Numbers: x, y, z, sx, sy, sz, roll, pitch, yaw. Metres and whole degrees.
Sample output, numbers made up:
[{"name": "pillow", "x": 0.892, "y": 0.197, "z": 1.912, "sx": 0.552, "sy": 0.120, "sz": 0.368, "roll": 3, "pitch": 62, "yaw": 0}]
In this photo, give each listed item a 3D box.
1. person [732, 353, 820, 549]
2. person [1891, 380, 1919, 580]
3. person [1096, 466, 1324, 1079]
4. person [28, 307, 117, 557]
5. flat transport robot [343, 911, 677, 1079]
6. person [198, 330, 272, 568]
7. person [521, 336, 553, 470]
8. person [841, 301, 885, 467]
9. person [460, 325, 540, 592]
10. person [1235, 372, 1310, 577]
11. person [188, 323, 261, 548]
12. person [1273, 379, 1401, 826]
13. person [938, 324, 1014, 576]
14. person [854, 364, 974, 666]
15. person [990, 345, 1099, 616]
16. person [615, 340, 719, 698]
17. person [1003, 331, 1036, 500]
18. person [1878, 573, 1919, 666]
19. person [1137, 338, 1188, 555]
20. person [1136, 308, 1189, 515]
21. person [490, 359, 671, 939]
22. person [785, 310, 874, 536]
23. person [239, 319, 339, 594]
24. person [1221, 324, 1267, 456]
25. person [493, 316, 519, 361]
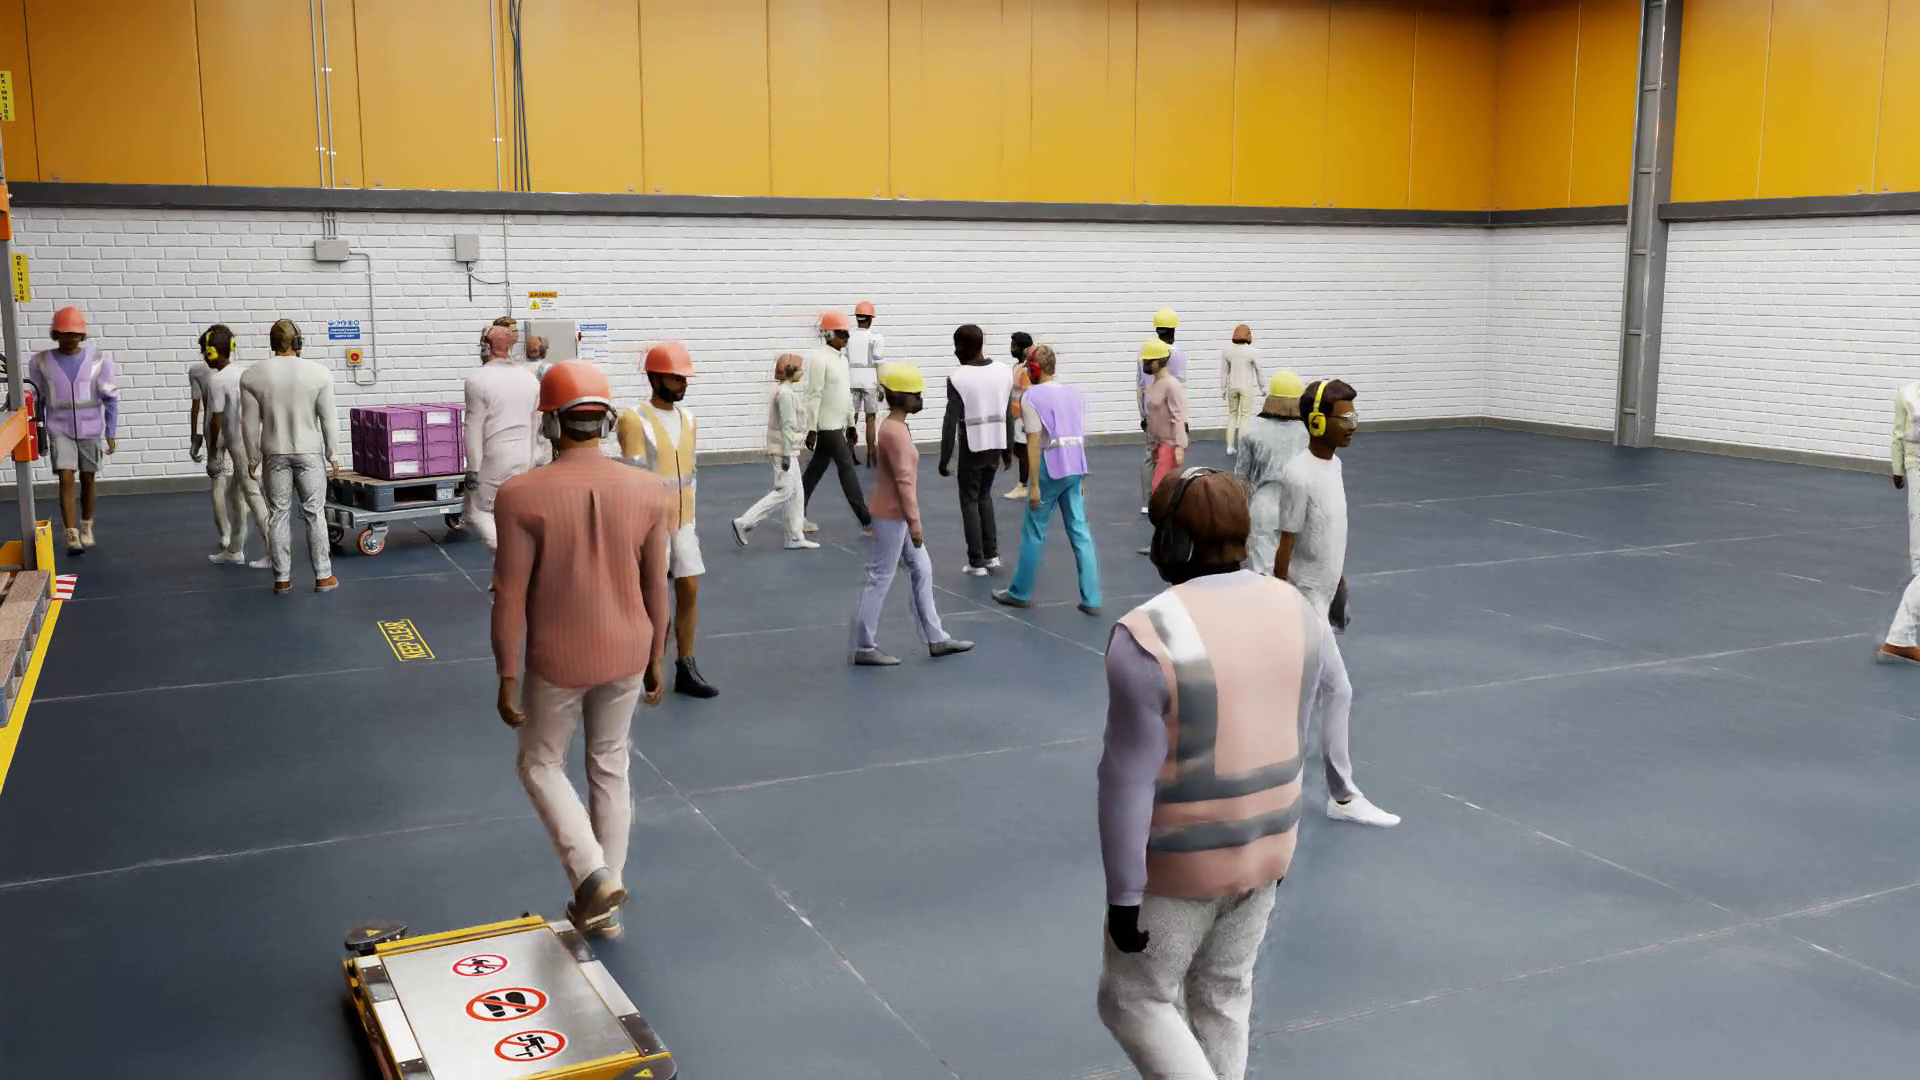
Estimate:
[{"name": "person", "x": -1.501, "y": -0.703, "z": 13.444, "sx": 0.656, "sy": 1.615, "sz": 0.536, "roll": -1, "pitch": 9, "yaw": -7}, {"name": "person", "x": 7.090, "y": -0.571, "z": 12.078, "sx": 0.594, "sy": 1.804, "sz": 0.831, "roll": 4, "pitch": 10, "yaw": 21}, {"name": "person", "x": 0.587, "y": 0.745, "z": 3.840, "sx": 0.637, "sy": 1.831, "sz": 0.536, "roll": -6, "pitch": 11, "yaw": -34}, {"name": "person", "x": -7.132, "y": -0.875, "z": 13.415, "sx": 0.606, "sy": 1.990, "sz": 0.988, "roll": -5, "pitch": 11, "yaw": -30}, {"name": "flat transport robot", "x": -1.312, "y": 1.376, "z": 4.720, "sx": 0.652, "sy": 0.197, "sz": 1.431, "roll": -5, "pitch": 10, "yaw": -27}, {"name": "person", "x": -5.539, "y": -0.673, "z": 12.645, "sx": 0.826, "sy": 1.820, "sz": 0.573, "roll": 1, "pitch": 9, "yaw": 6}, {"name": "person", "x": -4.345, "y": -1.265, "z": 16.942, "sx": 0.499, "sy": 1.616, "sz": 0.694, "roll": 8, "pitch": 12, "yaw": 41}, {"name": "person", "x": -1.121, "y": -1.807, "z": 19.348, "sx": 0.544, "sy": 1.929, "sz": 0.386, "roll": 3, "pitch": 10, "yaw": 19}, {"name": "person", "x": -3.243, "y": -0.552, "z": 11.650, "sx": 0.440, "sy": 1.891, "sz": 0.654, "roll": 6, "pitch": 11, "yaw": 32}, {"name": "person", "x": 1.856, "y": -0.137, "z": 9.743, "sx": 0.493, "sy": 1.682, "sz": 0.942, "roll": 1, "pitch": 9, "yaw": 4}, {"name": "person", "x": -5.982, "y": -0.833, "z": 13.529, "sx": 0.560, "sy": 1.843, "sz": 0.628, "roll": -4, "pitch": 10, "yaw": -25}, {"name": "person", "x": 1.400, "y": 0.239, "z": 6.941, "sx": 0.883, "sy": 1.845, "sz": 0.543, "roll": 5, "pitch": 10, "yaw": 28}, {"name": "person", "x": 0.091, "y": -0.668, "z": 12.435, "sx": 0.620, "sy": 1.889, "sz": 0.601, "roll": -7, "pitch": 11, "yaw": -36}, {"name": "person", "x": -0.247, "y": -0.134, "z": 9.523, "sx": 0.805, "sy": 1.733, "sz": 0.554, "roll": -1, "pitch": 9, "yaw": -4}, {"name": "person", "x": 0.603, "y": -0.398, "z": 11.084, "sx": 0.597, "sy": 1.784, "sz": 0.820, "roll": -9, "pitch": 13, "yaw": -44}, {"name": "person", "x": -1.653, "y": -0.115, "z": 8.900, "sx": 0.736, "sy": 1.914, "sz": 0.560, "roll": 7, "pitch": 11, "yaw": 36}, {"name": "person", "x": 0.662, "y": -1.240, "z": 16.556, "sx": 0.450, "sy": 1.682, "sz": 0.546, "roll": -2, "pitch": 9, "yaw": -14}, {"name": "person", "x": 5.791, "y": -0.170, "z": 9.355, "sx": 1.041, "sy": 1.887, "sz": 0.650, "roll": 2, "pitch": 9, "yaw": 10}, {"name": "person", "x": 1.618, "y": -0.749, "z": 13.389, "sx": 0.608, "sy": 1.730, "sz": 0.549, "roll": -2, "pitch": 9, "yaw": -15}, {"name": "person", "x": 1.889, "y": -1.174, "z": 15.408, "sx": 0.355, "sy": 1.930, "sz": 0.593, "roll": -8, "pitch": 12, "yaw": -40}, {"name": "person", "x": -1.235, "y": 0.393, "z": 5.528, "sx": 0.637, "sy": 1.977, "sz": 0.536, "roll": -6, "pitch": 11, "yaw": -34}, {"name": "person", "x": -1.071, "y": -1.003, "z": 14.311, "sx": 1.055, "sy": 1.941, "sz": 0.638, "roll": 2, "pitch": 9, "yaw": 14}, {"name": "person", "x": -4.702, "y": -0.583, "z": 11.721, "sx": 0.635, "sy": 1.935, "sz": 0.349, "roll": -2, "pitch": 9, "yaw": -14}, {"name": "person", "x": 3.487, "y": -1.844, "z": 20.506, "sx": 0.515, "sy": 1.629, "sz": 0.359, "roll": 7, "pitch": 11, "yaw": 35}, {"name": "person", "x": -4.318, "y": -1.208, "z": 15.885, "sx": 0.346, "sy": 1.846, "sz": 0.506, "roll": -1, "pitch": 9, "yaw": -8}]
